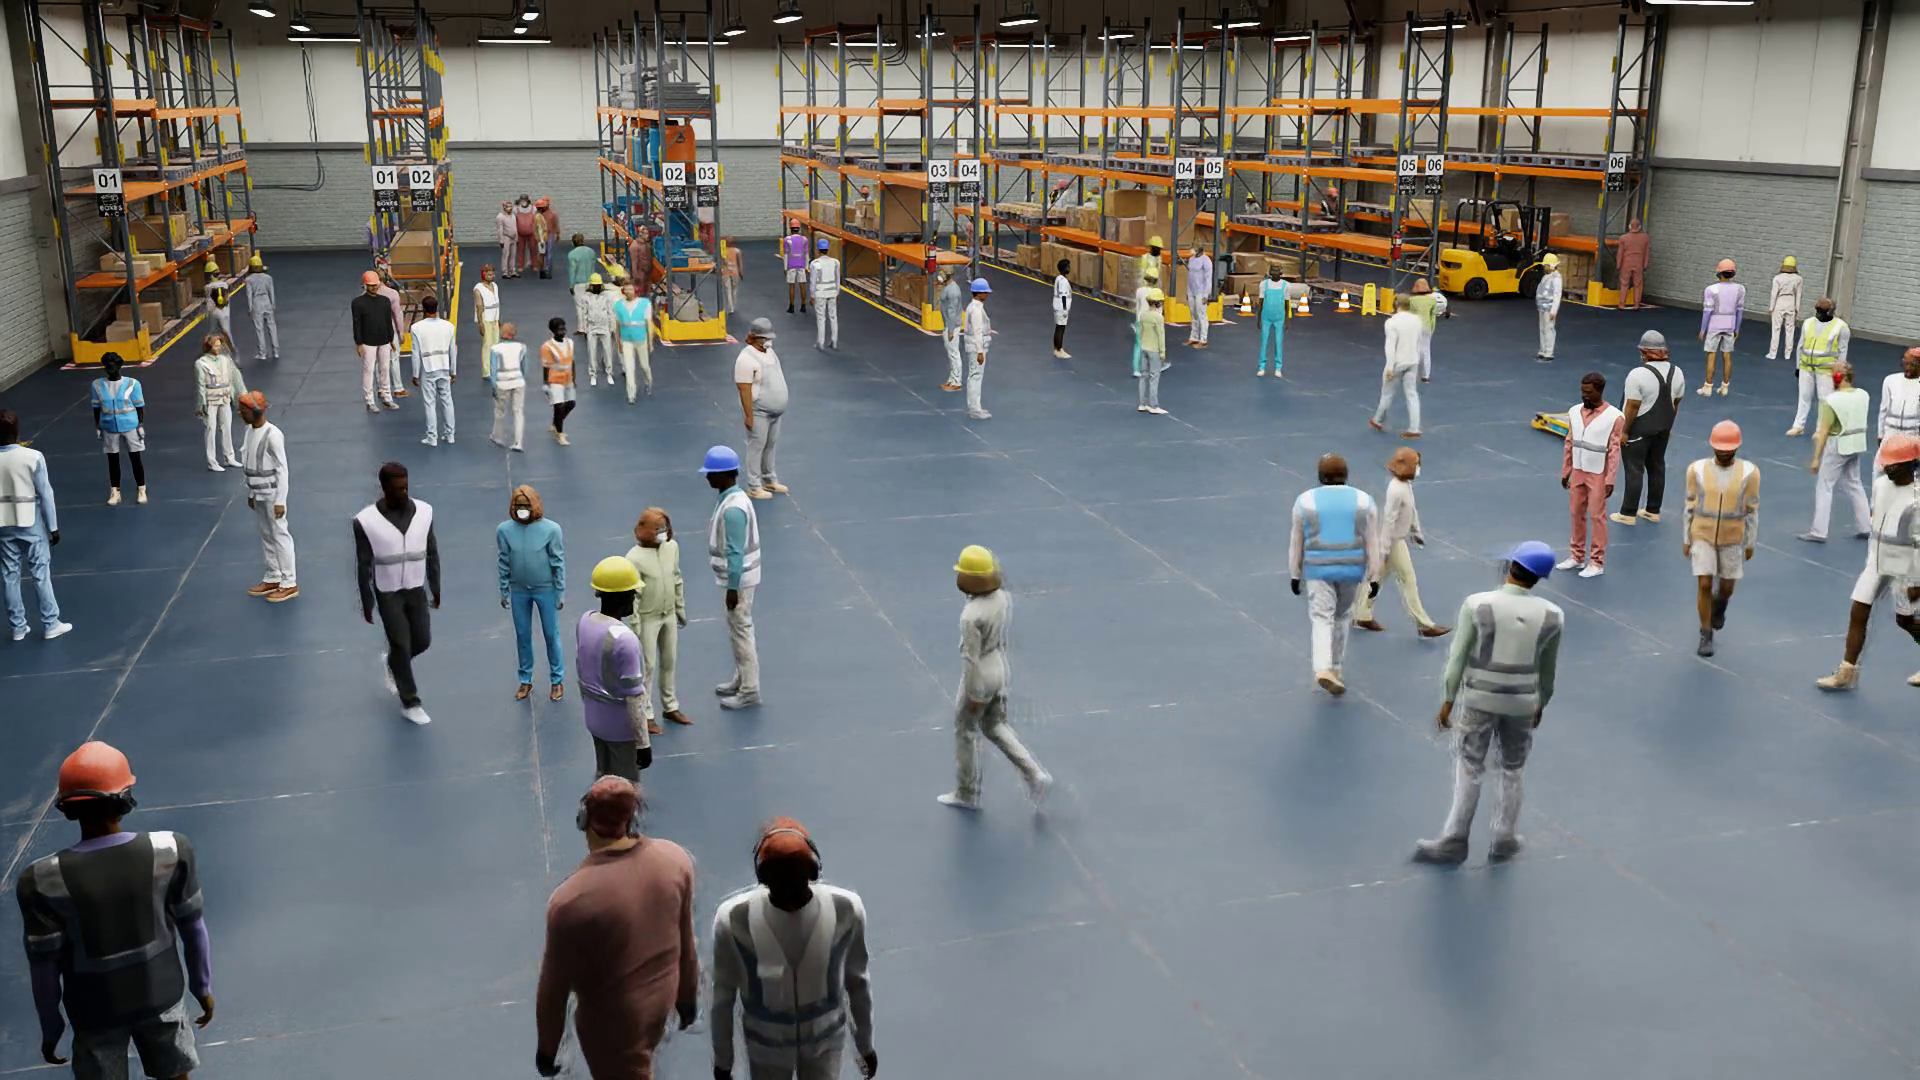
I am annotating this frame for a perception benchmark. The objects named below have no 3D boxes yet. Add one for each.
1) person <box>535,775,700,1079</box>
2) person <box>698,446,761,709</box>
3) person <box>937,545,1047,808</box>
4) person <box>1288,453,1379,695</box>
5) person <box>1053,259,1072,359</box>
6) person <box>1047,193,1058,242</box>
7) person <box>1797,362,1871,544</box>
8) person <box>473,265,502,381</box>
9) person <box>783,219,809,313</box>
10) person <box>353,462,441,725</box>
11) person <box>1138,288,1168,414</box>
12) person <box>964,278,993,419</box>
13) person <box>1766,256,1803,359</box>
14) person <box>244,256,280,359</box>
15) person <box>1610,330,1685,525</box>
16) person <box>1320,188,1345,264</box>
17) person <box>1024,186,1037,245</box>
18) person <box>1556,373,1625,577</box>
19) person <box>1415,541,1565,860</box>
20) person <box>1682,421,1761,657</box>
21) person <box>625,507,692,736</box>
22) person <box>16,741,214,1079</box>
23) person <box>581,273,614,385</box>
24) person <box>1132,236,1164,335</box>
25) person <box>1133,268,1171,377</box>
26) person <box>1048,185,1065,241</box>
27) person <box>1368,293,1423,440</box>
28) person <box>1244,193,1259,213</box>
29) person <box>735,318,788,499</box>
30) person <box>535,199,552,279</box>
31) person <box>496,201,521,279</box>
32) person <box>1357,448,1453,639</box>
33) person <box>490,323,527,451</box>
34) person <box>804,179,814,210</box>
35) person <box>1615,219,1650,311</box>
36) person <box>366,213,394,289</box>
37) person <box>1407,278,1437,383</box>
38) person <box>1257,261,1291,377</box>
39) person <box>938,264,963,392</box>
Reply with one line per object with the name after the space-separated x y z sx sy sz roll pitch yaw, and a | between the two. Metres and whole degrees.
-1.404 1.806 6.492 0.941 1.844 0.675 10 18 34 | person
-1.663 0.264 12.147 0.426 1.937 0.624 -3 15 -12 | person
0.187 0.870 10.270 0.610 1.724 0.489 9 17 30 | person
2.795 0.263 12.430 0.662 1.801 0.827 0 15 2 | person
1.759 -3.968 28.522 0.316 1.698 0.541 -2 15 -6 | person
2.536 -8.578 45.577 0.328 1.861 0.501 8 17 28 | person
8.834 -0.850 16.566 0.786 1.822 0.532 -6 16 -21 | person
-7.425 -3.413 26.191 0.411 1.831 0.569 4 15 14 | person
-3.410 -5.684 34.543 0.542 1.932 0.381 -6 16 -22 | person
-4.046 0.342 11.931 0.704 1.899 0.594 14 21 43 | person
2.726 -2.666 23.496 0.308 1.770 0.522 -9 17 -31 | person
0.254 -2.659 23.119 0.393 1.946 0.617 -1 15 -5 | person
14.091 -3.969 28.443 0.492 1.742 0.316 2 15 7 | person
-11.965 -3.974 28.461 0.324 1.742 0.492 14 20 42 | person
7.139 -1.184 17.392 0.689 2.000 0.537 -6 16 -21 | person
10.076 -8.447 44.791 0.616 2.001 0.954 -3 15 -10 | person
2.047 -9.422 48.571 0.405 1.945 0.615 -2 15 -9 | person
5.886 -0.619 15.528 0.405 1.908 0.599 -9 17 -29 | person
3.069 0.943 9.685 0.780 1.901 0.410 0 15 0 | person
6.101 -0.052 13.389 0.551 1.911 0.658 7 16 24 | person
-2.122 0.556 11.646 0.291 1.625 0.507 10 18 34 | person
-3.196 1.747 6.363 0.615 2.038 0.387 -10 18 -34 | person
-5.611 -3.270 25.828 0.485 1.737 0.321 -4 15 -14 | person
3.543 -4.675 30.806 0.491 1.902 0.595 11 18 35 | person
3.070 -3.491 26.691 0.546 1.717 0.932 11 18 36 | person
2.962 -10.064 51.376 0.563 1.742 0.338 -5 16 -17 | person
5.788 -2.292 21.898 0.657 1.866 0.982 -7 16 -24 | person
8.322 -9.071 47.641 0.488 1.744 0.318 14 21 43 | person
-2.177 -1.480 18.508 0.535 2.000 0.684 6 16 21 | person
-10.292 -7.414 41.025 0.350 1.942 0.545 -2 15 -9 | person
-11.152 -7.421 41.141 0.399 1.899 0.647 7 16 23 | person
3.693 0.029 13.686 0.830 1.594 0.504 6 16 20 | person
-5.745 -1.956 21.124 0.529 1.594 0.830 -10 18 -34 | person
-4.707 -10.239 51.687 0.391 1.930 0.548 6 16 20 | person
14.072 -5.748 34.839 0.639 1.902 0.407 3 15 10 | person
-13.365 -6.727 38.444 0.636 1.938 0.354 3 15 11 | person
7.211 -3.273 26.045 0.502 1.627 0.288 -3 15 -10 | person
4.999 -3.518 26.549 0.508 1.846 0.345 3 15 12 | person
-0.147 -3.232 25.324 0.379 1.931 0.625 -2 15 -7 | person
